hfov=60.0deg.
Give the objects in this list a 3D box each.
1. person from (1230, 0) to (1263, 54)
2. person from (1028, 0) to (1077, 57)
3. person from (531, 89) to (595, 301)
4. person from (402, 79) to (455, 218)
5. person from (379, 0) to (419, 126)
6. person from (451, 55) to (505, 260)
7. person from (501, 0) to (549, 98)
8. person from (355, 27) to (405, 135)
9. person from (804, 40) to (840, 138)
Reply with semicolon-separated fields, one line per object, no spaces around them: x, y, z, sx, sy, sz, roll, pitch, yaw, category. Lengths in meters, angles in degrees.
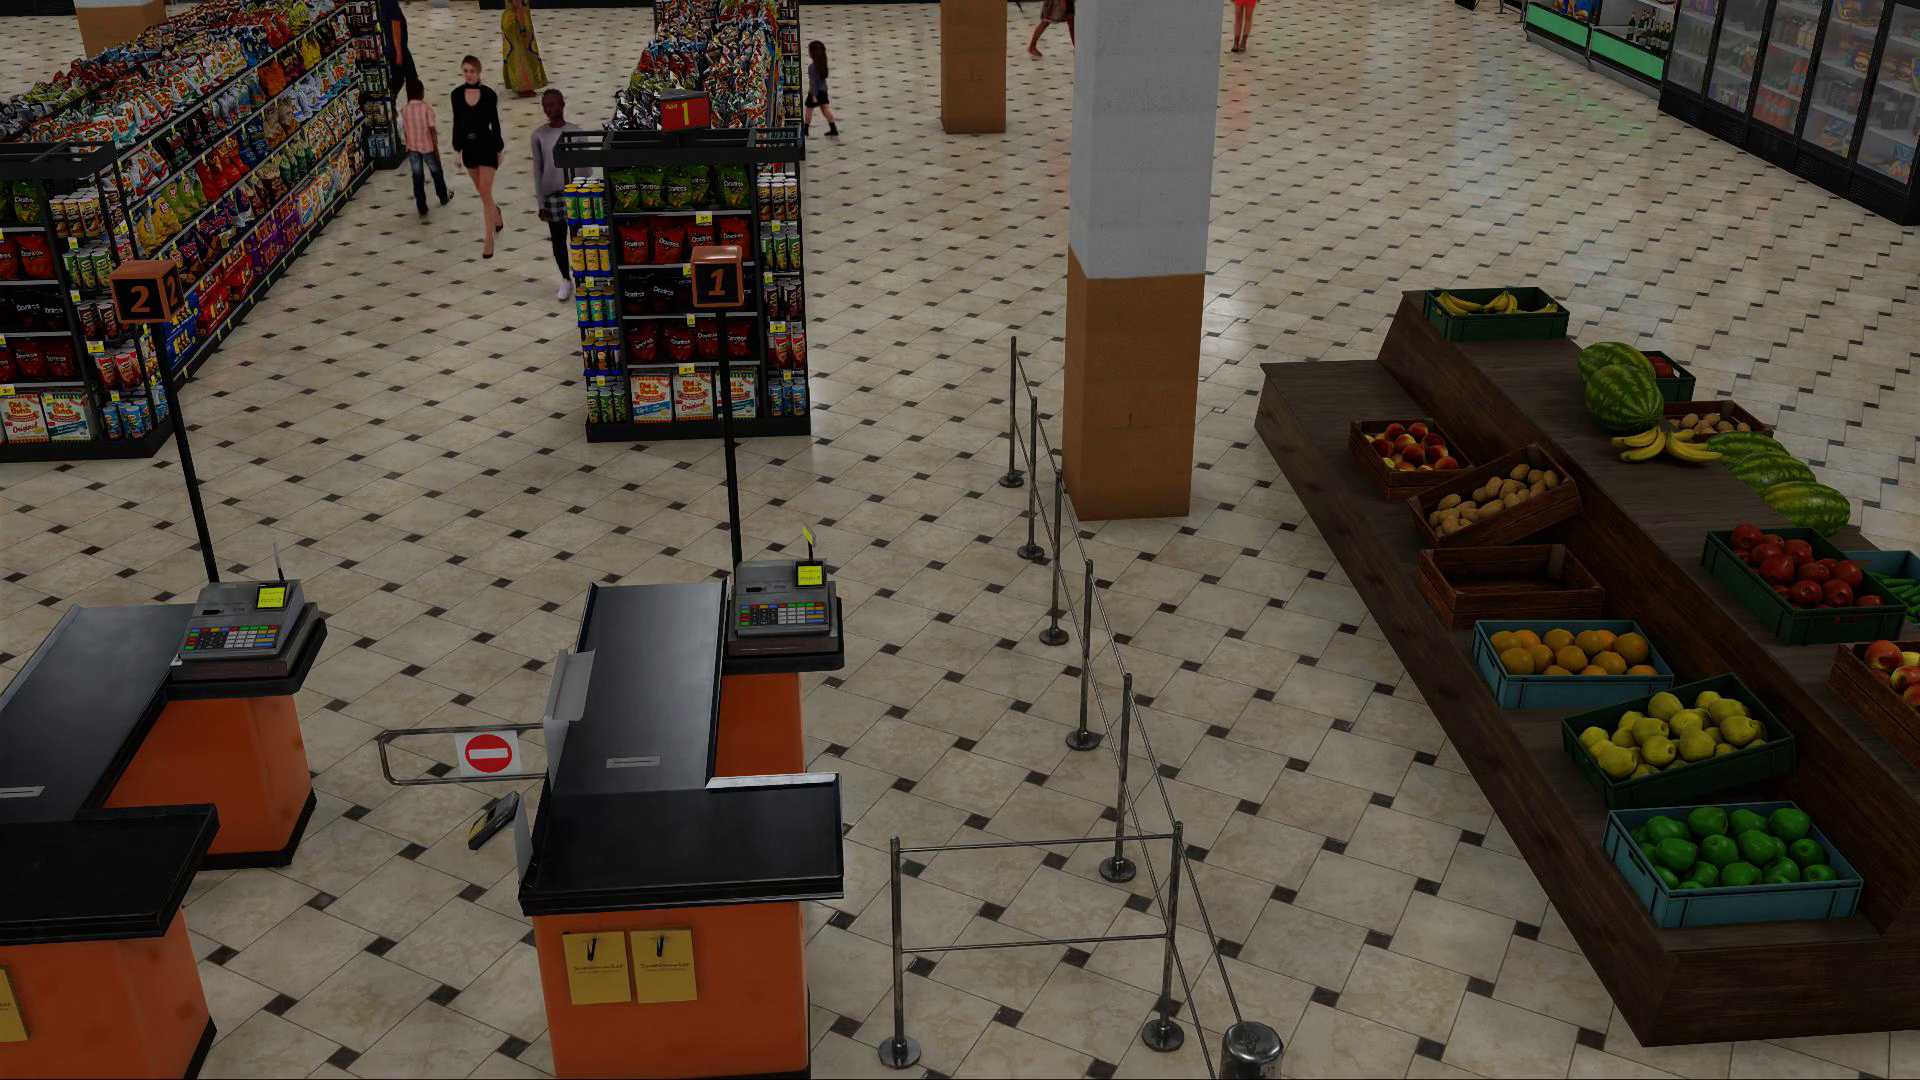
4.047;-7.746;23.433;0.786;1.698;1.010;5;27;10;person
1.274;-7.431;22.923;1.127;1.596;1.167;15;30;27;person
-3.232;-2.794;13.591;0.639;1.767;0.795;-4;27;-8;person
-5.213;-3.756;16.027;0.605;1.280;0.861;2;27;3;person
-6.589;-5.640;19.211;0.965;1.760;0.931;-22;34;-37;person
-4.303;-3.461;14.958;0.674;1.719;1.170;1;27;3;person
-5.569;-6.446;20.915;1.022;1.656;0.852;-12;29;-22;person
-6.511;-5.224;18.547;0.727;1.619;0.758;2;27;4;person
-1.569;-5.092;18.881;0.757;1.080;0.766;13;30;24;person
